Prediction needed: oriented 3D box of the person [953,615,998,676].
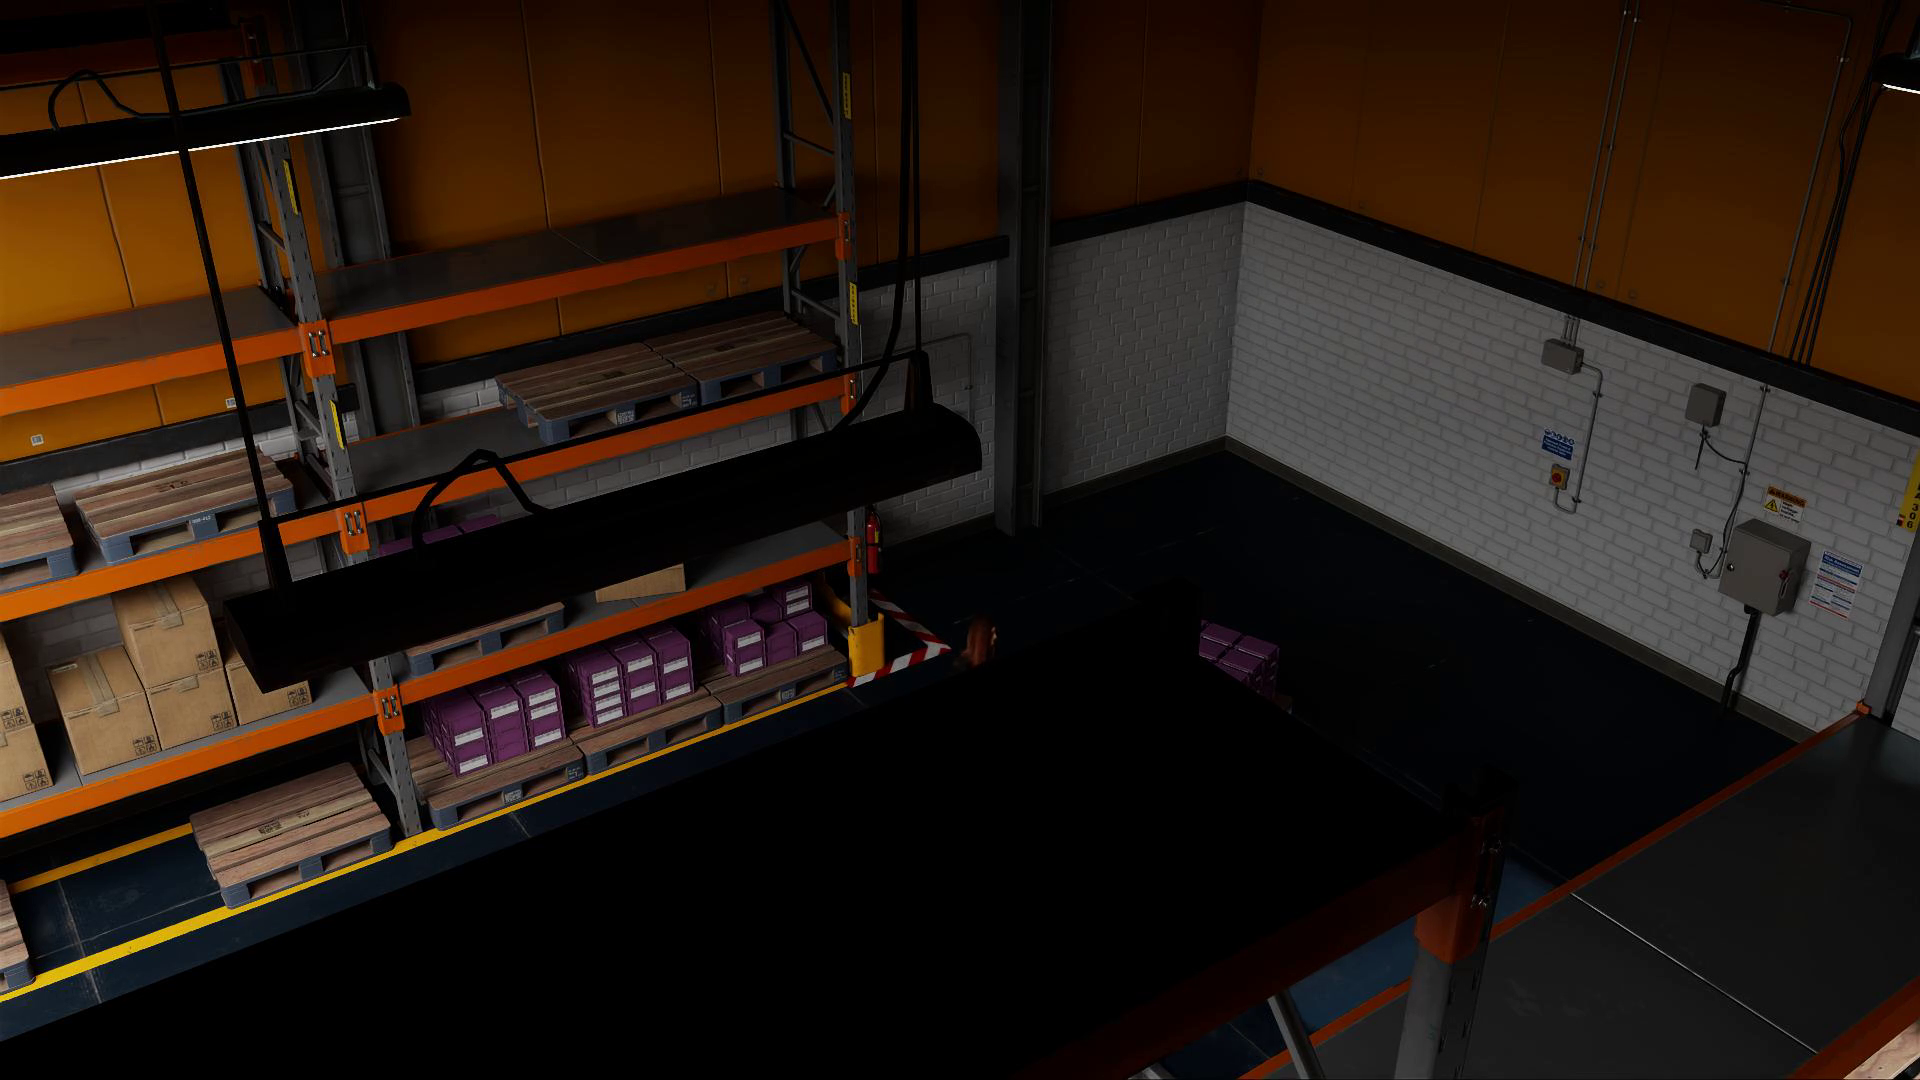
[{"bbox_3d":[0.029,1.293,12.519,1.142,1.670,0.771,-23,36,-35],"label":"person"}]
